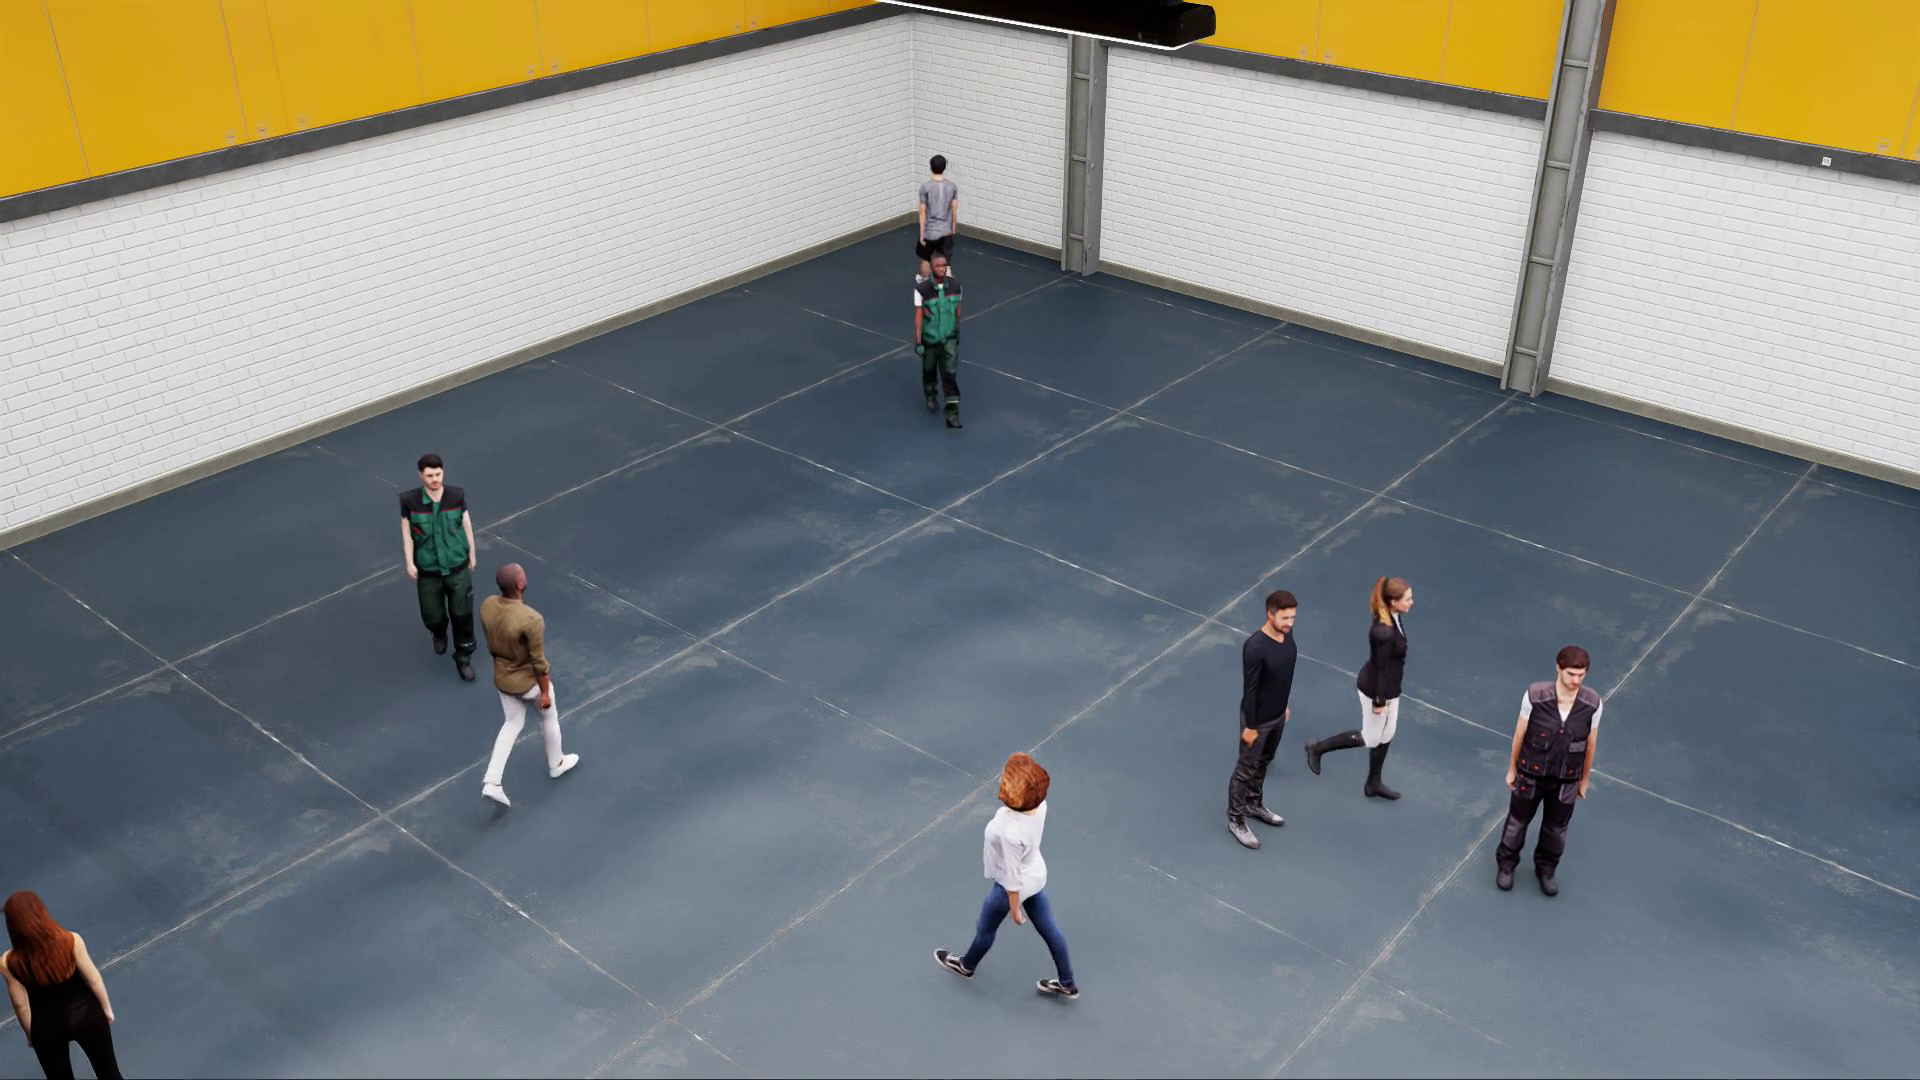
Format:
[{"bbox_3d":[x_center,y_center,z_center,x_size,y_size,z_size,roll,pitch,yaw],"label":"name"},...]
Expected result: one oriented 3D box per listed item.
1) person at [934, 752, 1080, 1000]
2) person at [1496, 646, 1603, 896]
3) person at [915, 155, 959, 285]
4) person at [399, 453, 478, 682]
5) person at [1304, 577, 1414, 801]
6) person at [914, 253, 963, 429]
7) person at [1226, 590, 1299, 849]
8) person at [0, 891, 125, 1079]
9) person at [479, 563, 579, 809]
[{"bbox_3d":[0.437,2.013,9.699,1.166,1.670,0.754,16,32,27],"label":"person"},{"bbox_3d":[3.730,1.455,10.542,0.700,1.843,0.812,6,29,11],"label":"person"},{"bbox_3d":[-0.235,-3.624,19.868,1.085,1.828,1.263,-9,30,-15],"label":"person"},{"bbox_3d":[-4.021,0.165,12.860,0.891,1.888,1.004,-11,31,-20],"label":"person"},{"bbox_3d":[2.793,1.032,11.455,1.007,1.710,0.750,14,32,24],"label":"person"},{"bbox_3d":[-0.255,-2.078,17.085,1.119,1.779,1.315,-9,30,-16],"label":"person"},{"bbox_3d":[2.011,1.150,11.076,0.544,1.867,0.633,24,36,36],"label":"person"},{"bbox_3d":[-4.669,2.535,8.688,0.634,1.722,0.621,-15,32,-25],"label":"person"},{"bbox_3d":[-3.060,1.015,11.403,1.103,1.791,0.940,13,31,23],"label":"person"}]
